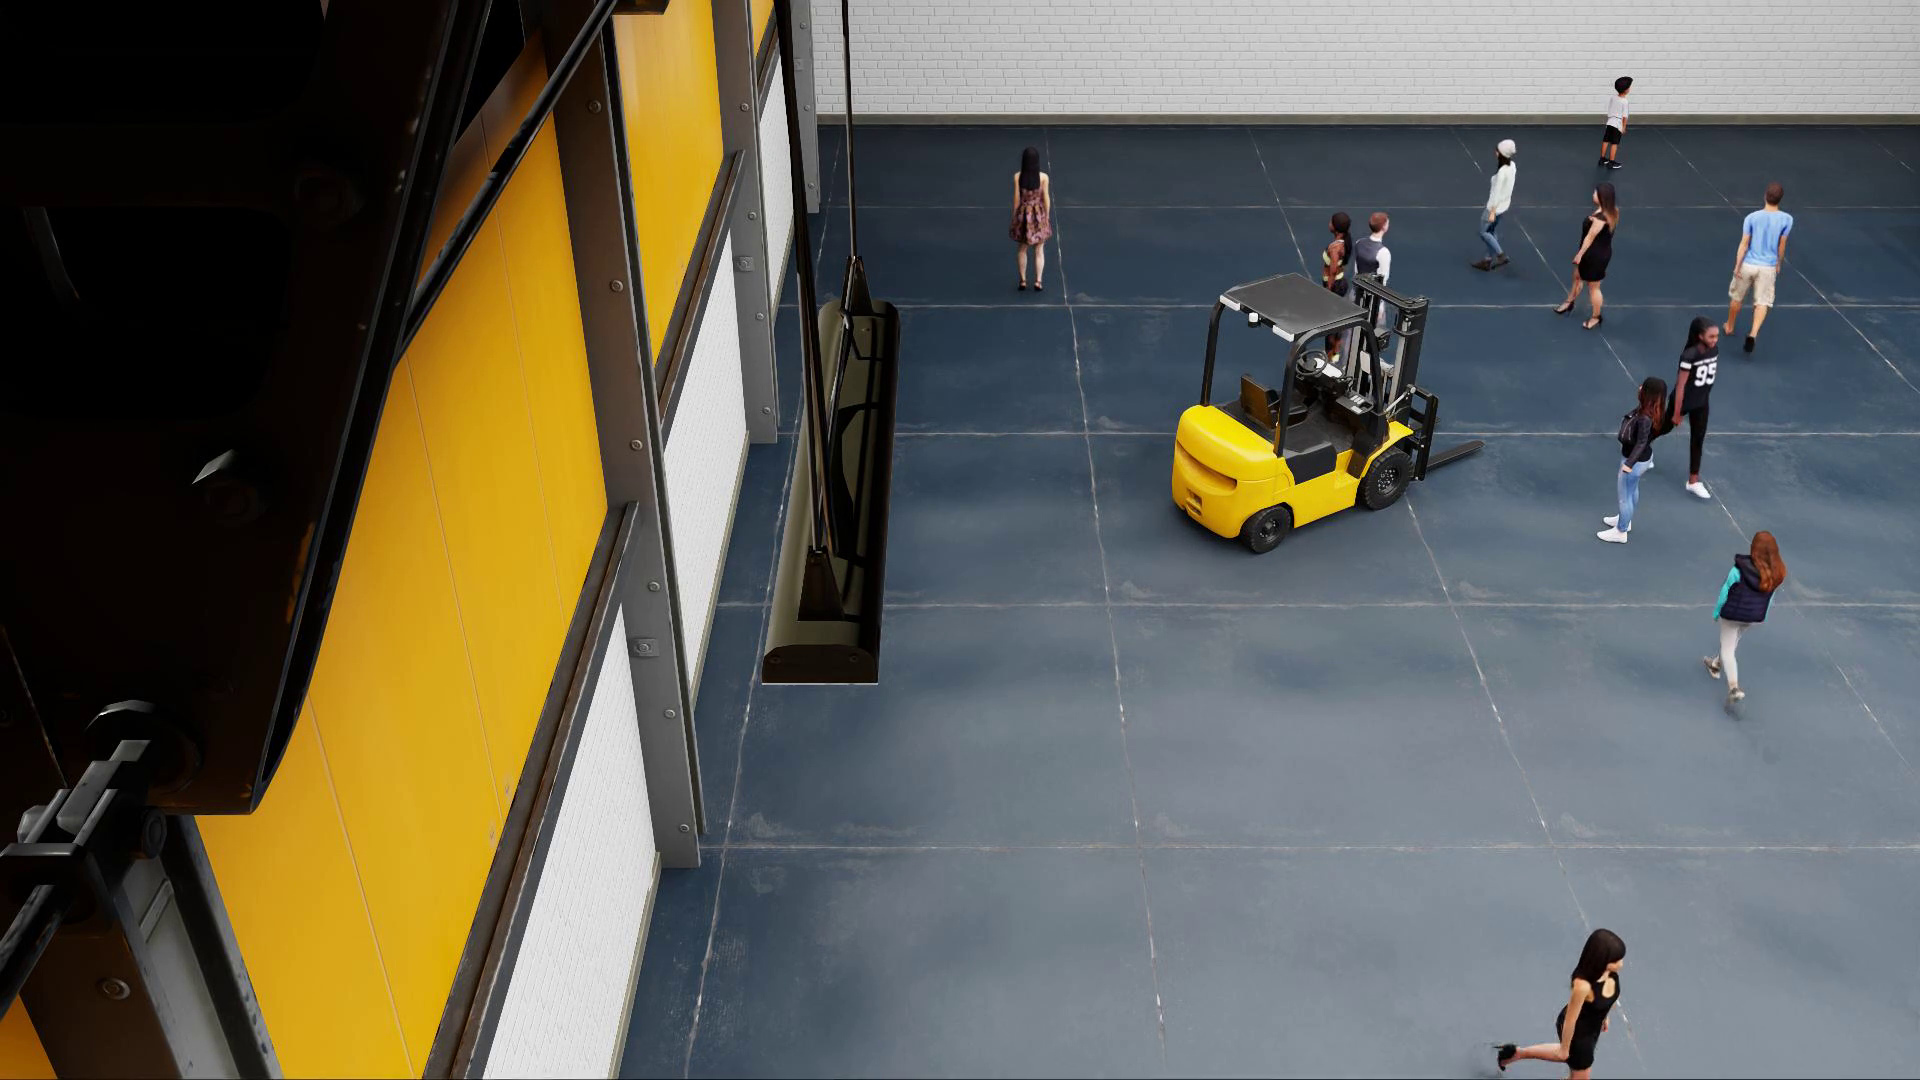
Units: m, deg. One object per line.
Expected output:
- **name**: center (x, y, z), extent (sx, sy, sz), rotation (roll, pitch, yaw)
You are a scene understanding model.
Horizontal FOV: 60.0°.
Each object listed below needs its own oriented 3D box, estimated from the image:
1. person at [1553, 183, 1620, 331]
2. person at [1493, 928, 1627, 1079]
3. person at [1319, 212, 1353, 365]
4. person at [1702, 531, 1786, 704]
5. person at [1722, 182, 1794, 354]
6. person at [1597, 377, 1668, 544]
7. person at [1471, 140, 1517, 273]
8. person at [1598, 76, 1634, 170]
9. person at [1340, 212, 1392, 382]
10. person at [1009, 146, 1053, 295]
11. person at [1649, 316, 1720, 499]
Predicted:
- **person**: center (7.181, -3.128, 18.575), extent (0.938, 1.691, 0.903), rotation (20, 39, 28)
- **person**: center (3.541, 2.812, 9.694), extent (0.964, 1.630, 0.926), rotation (27, 42, 34)
- **person**: center (4.023, -2.680, 17.845), extent (0.703, 1.753, 0.606), rotation (19, 38, 27)
- **person**: center (6.197, 0.613, 13.139), extent (0.596, 1.479, 0.929), rotation (-2, 34, -3)
- **person**: center (8.756, -2.972, 18.202), extent (0.959, 1.844, 1.183), rotation (13, 36, 19)
- **person**: center (6.102, -0.741, 15.035), extent (0.793, 1.634, 0.680), rotation (18, 38, 25)
- **person**: center (6.497, -3.967, 19.886), extent (0.843, 1.638, 0.791), rotation (23, 40, 30)
- **person**: center (9.047, -5.766, 22.933), extent (0.627, 1.262, 0.546), rotation (-15, 37, -22)
- **person**: center (4.190, -2.488, 17.403), extent (0.894, 1.923, 0.803), rotation (-17, 37, -24)
- **person**: center (0.822, -3.730, 19.406), extent (0.676, 1.774, 0.680), rotation (3, 34, 4)
- **person**: center (6.872, -1.324, 15.869), extent (0.965, 1.683, 1.272), rotation (-14, 36, -20)
